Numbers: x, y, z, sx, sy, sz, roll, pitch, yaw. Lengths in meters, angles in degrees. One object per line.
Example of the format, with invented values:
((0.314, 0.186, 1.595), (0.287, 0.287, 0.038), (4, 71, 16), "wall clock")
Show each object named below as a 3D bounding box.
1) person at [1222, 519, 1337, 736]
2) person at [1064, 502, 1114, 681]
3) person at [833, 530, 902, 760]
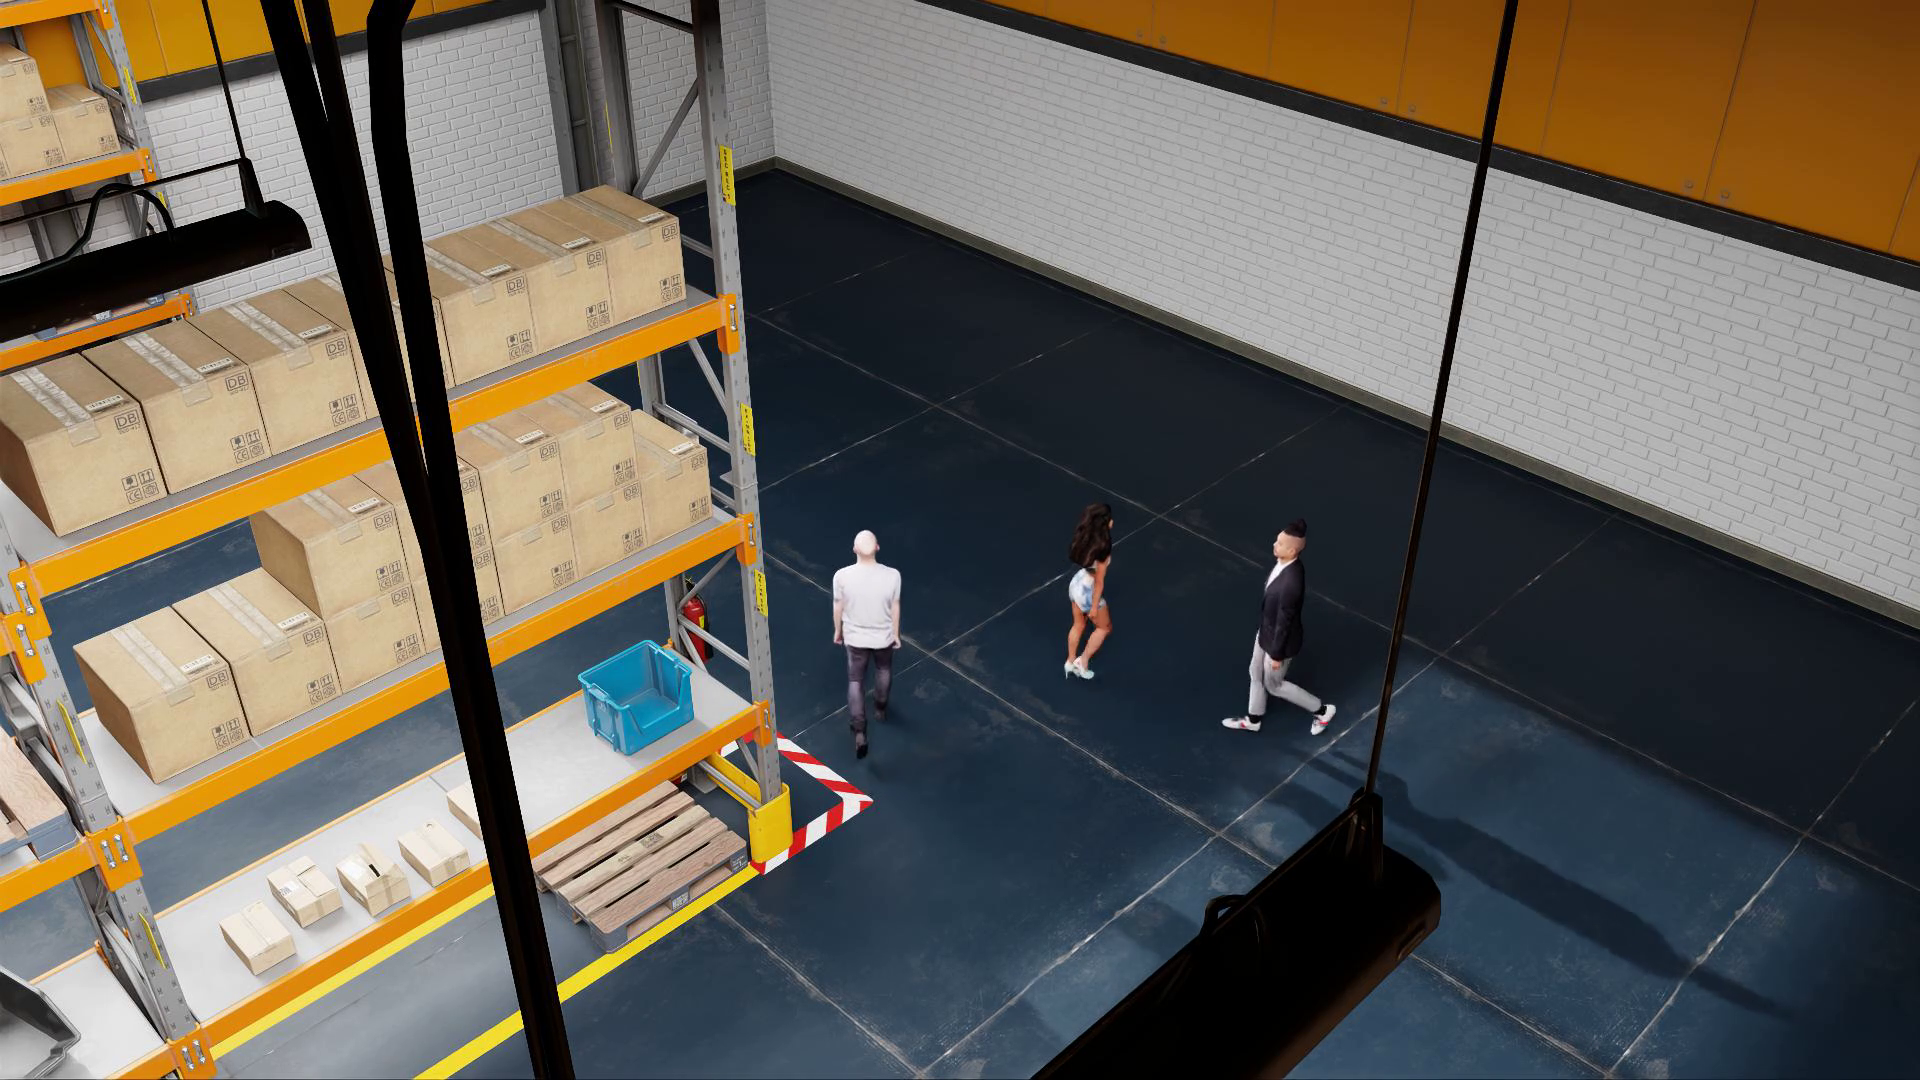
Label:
((2.472, 0.705, 12.404), (1.158, 1.929, 1.126), (3, 34, 4), "person")
((0.948, 0.463, 13.070), (0.728, 1.594, 0.692), (-9, 35, -13), "person")
((-0.679, 0.785, 12.395), (1.158, 1.805, 1.170), (-3, 34, -4), "person")
